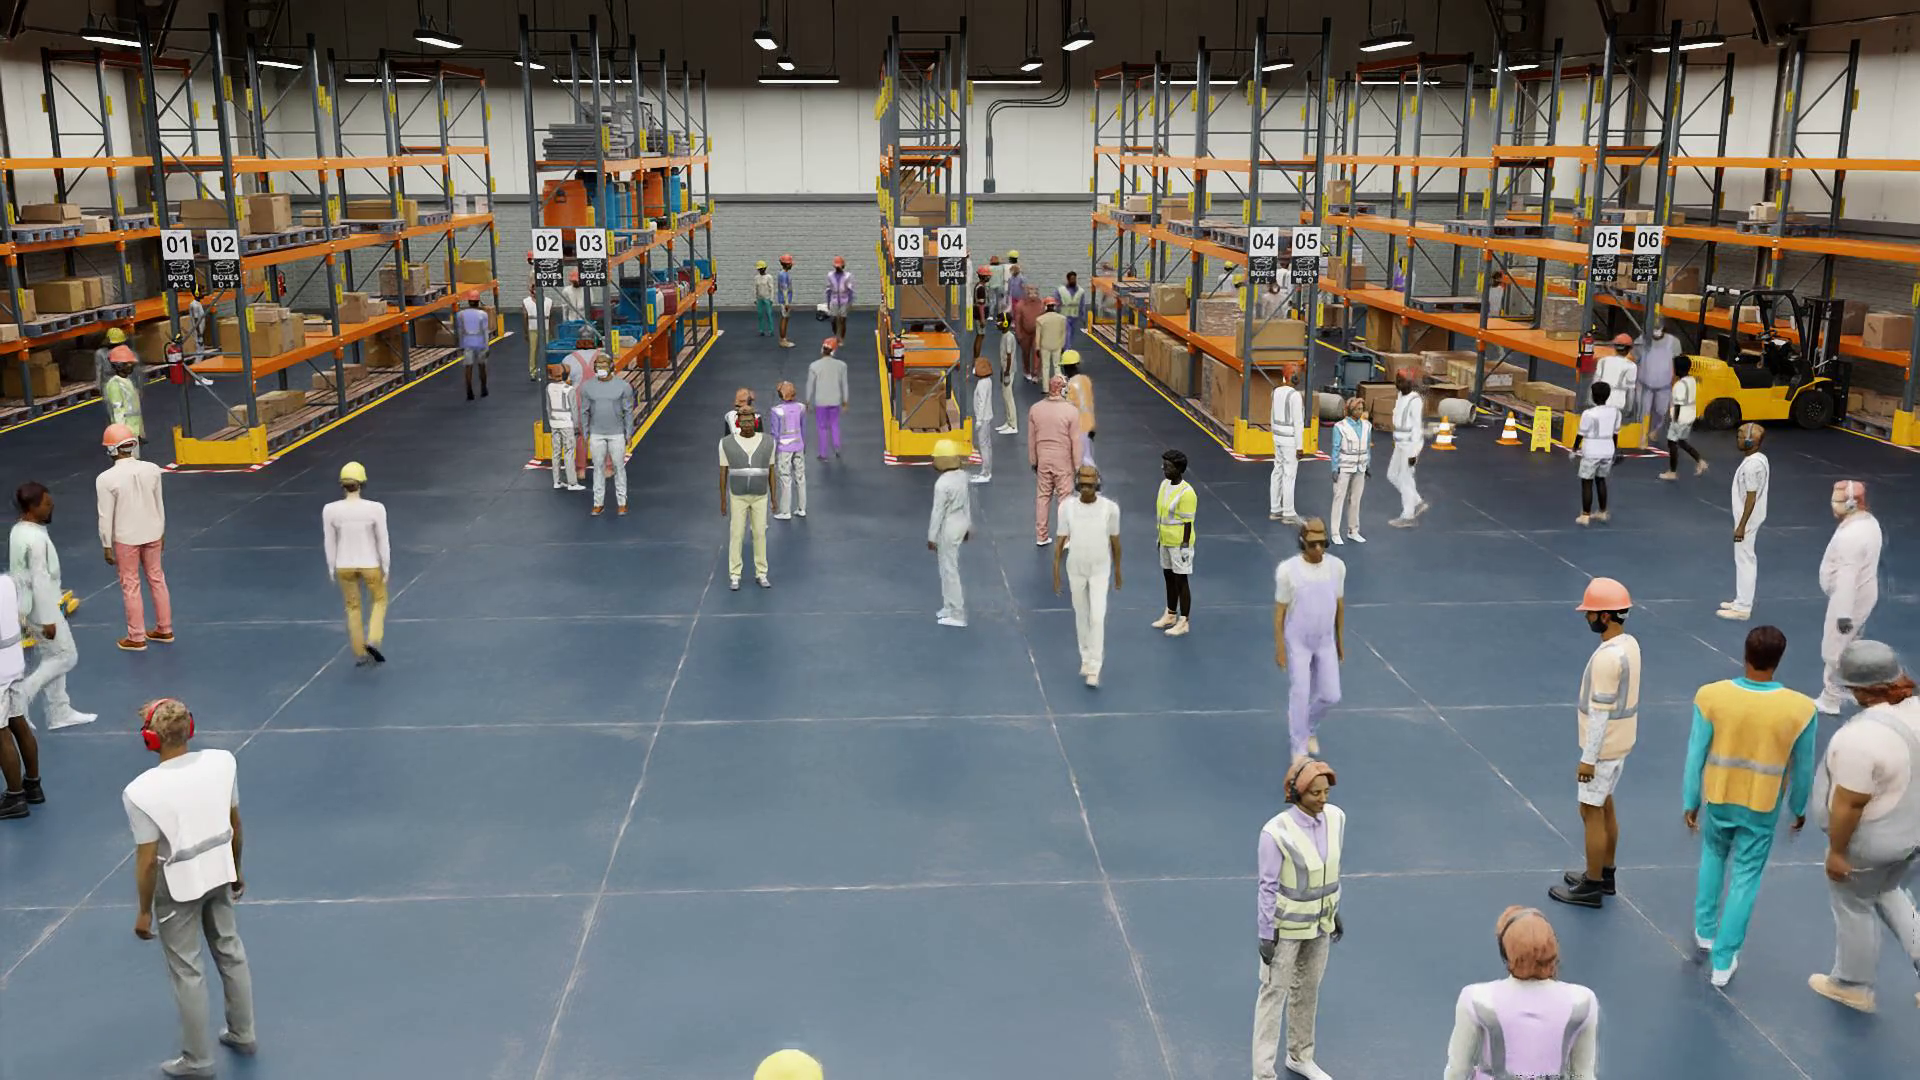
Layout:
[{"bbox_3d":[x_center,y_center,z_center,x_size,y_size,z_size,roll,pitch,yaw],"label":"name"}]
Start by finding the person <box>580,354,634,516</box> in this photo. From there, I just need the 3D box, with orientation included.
[{"bbox_3d":[-4.194,-1.248,19.772,0.635,1.939,0.366,-1,13,-3],"label":"person"}]

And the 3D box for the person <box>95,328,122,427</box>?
[{"bbox_3d":[-12.475,-2.279,24.596,0.510,1.710,0.360,-8,16,-32],"label":"person"}]

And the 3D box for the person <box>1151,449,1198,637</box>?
[{"bbox_3d":[1.933,0.017,14.950,0.319,1.694,0.533,-5,14,-21],"label":"person"}]

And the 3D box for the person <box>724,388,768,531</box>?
[{"bbox_3d":[-2.459,-0.916,19.005,0.515,1.640,0.315,7,15,28],"label":"person"}]

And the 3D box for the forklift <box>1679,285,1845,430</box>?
[{"bbox_3d":[12.503,-2.886,26.166,2.313,2.155,1.214,-1,13,-3],"label":"forklift"}]

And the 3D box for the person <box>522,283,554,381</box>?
[{"bbox_3d":[-7.934,-3.932,31.341,0.565,1.846,0.390,-6,15,-24],"label":"person"}]

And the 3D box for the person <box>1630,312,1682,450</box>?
[{"bbox_3d":[10.126,-2.366,24.291,0.692,2.000,0.839,3,14,14],"label":"person"}]

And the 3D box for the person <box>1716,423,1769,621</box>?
[{"bbox_3d":[7.285,-0.174,15.421,0.332,1.844,0.508,8,16,32],"label":"person"}]

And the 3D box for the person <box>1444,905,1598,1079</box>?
[{"bbox_3d":[2.046,2.125,6.132,0.534,1.623,0.375,1,13,6],"label":"person"}]

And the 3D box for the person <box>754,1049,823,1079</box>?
[{"bbox_3d":[-0.460,2.344,4.828,0.609,1.804,0.712,-1,13,-5],"label":"person"}]

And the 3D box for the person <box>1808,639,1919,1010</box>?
[{"bbox_3d":[4.548,1.424,8.237,0.738,2.000,0.664,-7,15,-28],"label":"person"}]

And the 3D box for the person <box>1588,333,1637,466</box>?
[{"bbox_3d":[8.843,-1.863,22.549,1.034,1.872,0.554,-11,17,-40],"label":"person"}]

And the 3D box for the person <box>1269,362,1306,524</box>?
[{"bbox_3d":[3.833,-1.134,19.410,0.356,1.884,0.574,-5,14,-21],"label":"person"}]

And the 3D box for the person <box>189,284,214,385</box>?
[{"bbox_3d":[-14.053,-3.794,30.739,0.326,1.861,0.510,-5,14,-20],"label":"person"}]

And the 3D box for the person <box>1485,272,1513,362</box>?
[{"bbox_3d":[10.967,-4.564,34.054,0.562,1.820,0.946,-5,14,-20],"label":"person"}]

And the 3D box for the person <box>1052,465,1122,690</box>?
[{"bbox_3d":[1.015,0.306,13.461,0.545,1.807,0.922,3,14,12],"label":"person"}]

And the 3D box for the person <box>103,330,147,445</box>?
[{"bbox_3d":[-12.187,-2.172,24.149,0.534,1.720,0.893,4,14,16],"label":"person"}]

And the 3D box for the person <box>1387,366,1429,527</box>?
[{"bbox_3d":[5.168,-1.071,19.147,0.451,1.874,0.622,-1,13,-4],"label":"person"}]

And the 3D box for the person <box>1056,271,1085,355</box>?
[{"bbox_3d":[2.230,-4.552,33.917,0.603,1.882,0.959,-4,14,-17],"label":"person"}]

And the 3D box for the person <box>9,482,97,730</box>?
[{"bbox_3d":[-6.869,0.511,12.389,0.542,1.905,0.612,-10,17,-37],"label":"person"}]

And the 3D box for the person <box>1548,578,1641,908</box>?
[{"bbox_3d":[3.686,1.163,9.604,0.391,1.923,0.554,9,16,33],"label":"person"}]

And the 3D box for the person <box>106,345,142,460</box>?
[{"bbox_3d":[-9.815,-1.275,19.661,0.369,2.046,0.606,-3,14,-14],"label":"person"}]

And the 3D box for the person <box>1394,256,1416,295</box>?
[{"bbox_3d":[10.354,-5.705,38.891,0.429,1.837,0.625,-6,15,-24],"label":"person"}]

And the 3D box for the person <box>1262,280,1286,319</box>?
[{"bbox_3d":[6.588,-4.695,35.090,0.491,1.602,0.729,-3,14,-12],"label":"person"}]

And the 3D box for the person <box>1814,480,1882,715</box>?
[{"bbox_3d":[6.800,0.481,12.584,0.645,1.878,0.652,11,17,38],"label":"person"}]

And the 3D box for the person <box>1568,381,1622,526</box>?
[{"bbox_3d":[7.351,-1.002,19.261,0.547,1.690,0.391,-6,14,-23],"label":"person"}]

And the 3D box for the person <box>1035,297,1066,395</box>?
[{"bbox_3d":[1.596,-3.443,29.512,0.559,1.733,0.380,-3,14,-12],"label":"person"}]

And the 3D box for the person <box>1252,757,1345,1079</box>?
[{"bbox_3d":[1.555,1.773,7.618,0.522,1.638,0.309,-9,16,-35],"label":"person"}]

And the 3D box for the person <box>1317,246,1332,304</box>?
[{"bbox_3d":[9.431,-6.687,43.043,0.590,1.833,0.404,0,13,-1],"label":"person"}]

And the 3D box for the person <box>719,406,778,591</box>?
[{"bbox_3d":[-2.097,-0.426,16.489,0.568,1.843,0.374,-4,14,-17],"label":"person"}]

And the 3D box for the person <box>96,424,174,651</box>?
[{"bbox_3d":[-7.223,-0.028,14.521,0.405,1.985,0.604,8,15,30],"label":"person"}]

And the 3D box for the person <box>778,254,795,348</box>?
[{"bbox_3d":[-3.801,-5.247,36.492,0.393,2.041,0.613,-2,13,-9],"label":"person"}]

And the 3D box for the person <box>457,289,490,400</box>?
[{"bbox_3d":[-8.454,-3.392,28.924,0.551,1.912,0.791,-2,13,-7],"label":"person"}]
